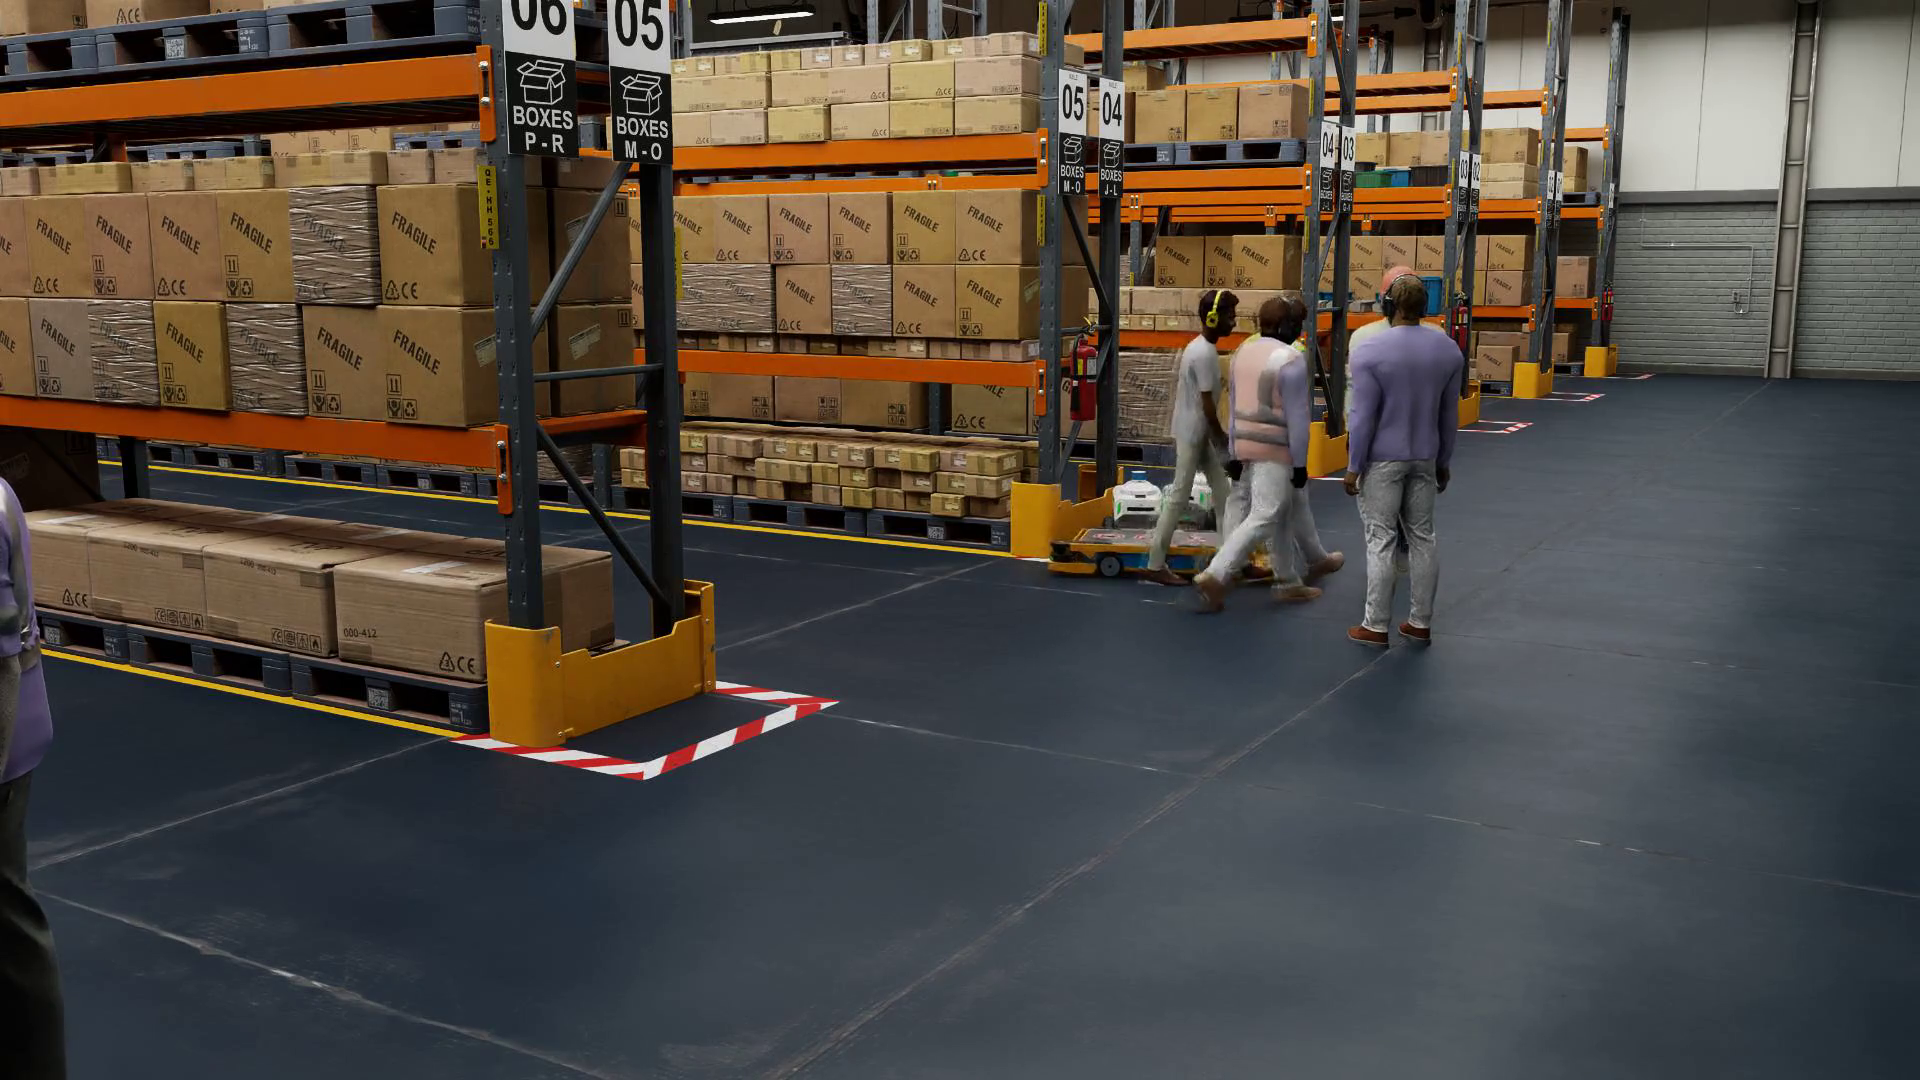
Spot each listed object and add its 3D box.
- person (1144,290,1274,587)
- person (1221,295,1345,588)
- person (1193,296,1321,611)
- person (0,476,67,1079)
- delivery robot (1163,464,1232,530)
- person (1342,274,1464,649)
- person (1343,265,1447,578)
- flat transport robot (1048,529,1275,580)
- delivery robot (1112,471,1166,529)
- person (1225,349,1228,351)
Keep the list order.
[{"bbox_3d":[1.544,-0.594,10.100,0.905,1.819,0.530,3,10,15],"label":"person"},{"bbox_3d":[1.965,-0.607,10.252,0.954,1.782,0.641,-7,12,-36],"label":"person"},{"bbox_3d":[1.725,-0.489,9.563,0.869,1.811,0.635,-4,10,-20],"label":"person"},{"bbox_3d":[-2.193,0.464,3.625,0.374,1.920,0.585,-8,12,-38],"label":"person"},{"bbox_3d":[1.732,-0.317,11.911,0.477,0.478,0.707,6,11,31],"label":"delivery robot"},{"bbox_3d":[2.276,-0.400,8.619,0.635,1.938,0.359,-3,10,-17],"label":"person"},{"bbox_3d":[2.692,-0.699,10.270,0.658,1.972,0.445,1,10,5],"label":"person"},{"bbox_3d":[1.323,0.079,10.695,1.431,0.197,0.652,2,10,12],"label":"flat transport robot"},{"bbox_3d":[1.224,-0.233,11.420,0.477,0.478,0.707,1,10,3],"label":"delivery robot"},{"bbox_3d":[3.748,-2.930,23.146,0.395,2.039,0.608,1,10,3],"label":"person"}]
